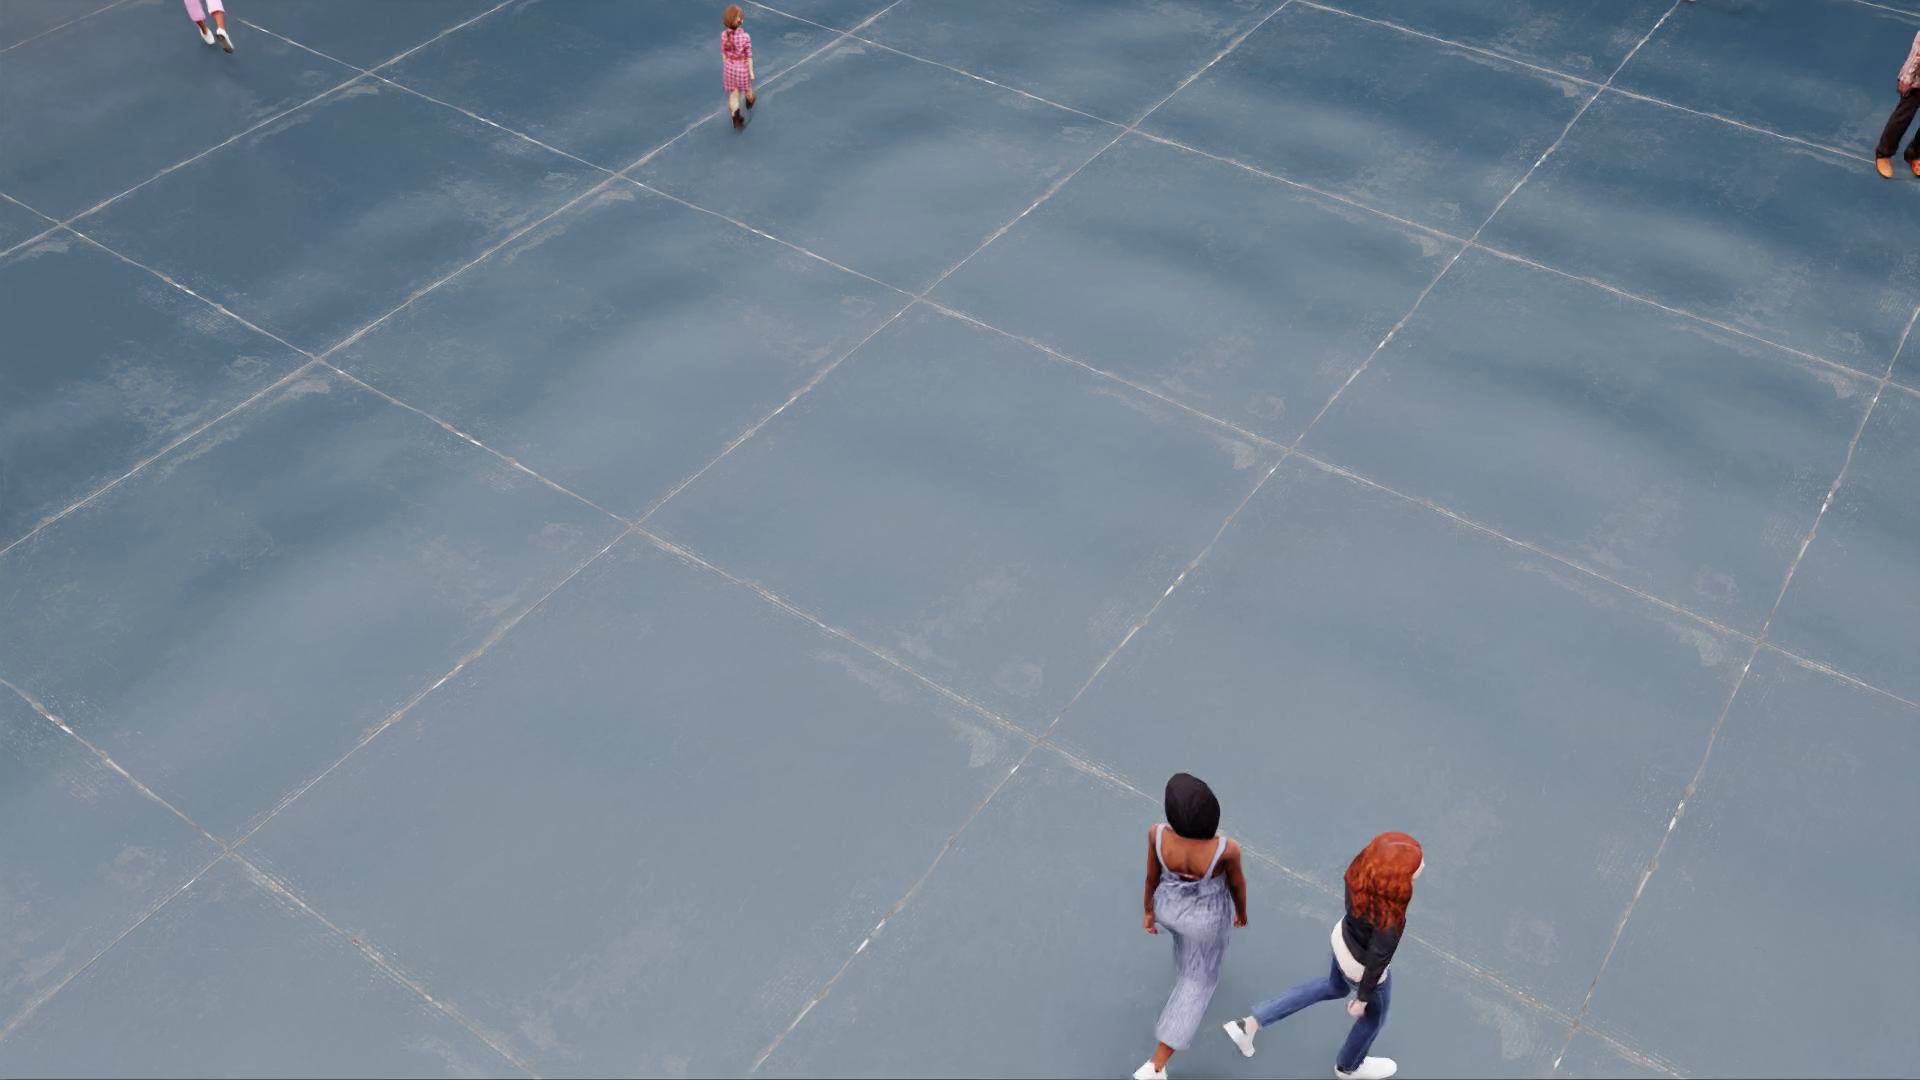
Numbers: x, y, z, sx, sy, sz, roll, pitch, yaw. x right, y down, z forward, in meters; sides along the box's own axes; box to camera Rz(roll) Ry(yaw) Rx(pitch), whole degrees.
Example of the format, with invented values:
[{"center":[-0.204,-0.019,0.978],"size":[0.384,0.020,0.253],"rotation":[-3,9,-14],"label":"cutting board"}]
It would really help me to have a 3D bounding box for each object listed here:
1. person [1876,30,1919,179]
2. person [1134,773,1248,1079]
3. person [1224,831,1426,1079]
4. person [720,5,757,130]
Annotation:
[{"center":[7.489,-3.619,12.792],"size":[0.829,1.775,0.918],"rotation":[-7,44,-8],"label":"person"},{"center":[0.968,1.700,7.184],"size":[1.054,1.654,0.697],"rotation":[25,49,24],"label":"person"},{"center":[1.589,1.792,7.006],"size":[1.093,1.764,0.984],"rotation":[-3,43,-3],"label":"person"},{"center":[-1.839,-3.857,13.616],"size":[0.724,0.998,0.681],"rotation":[6,43,7],"label":"person"}]
